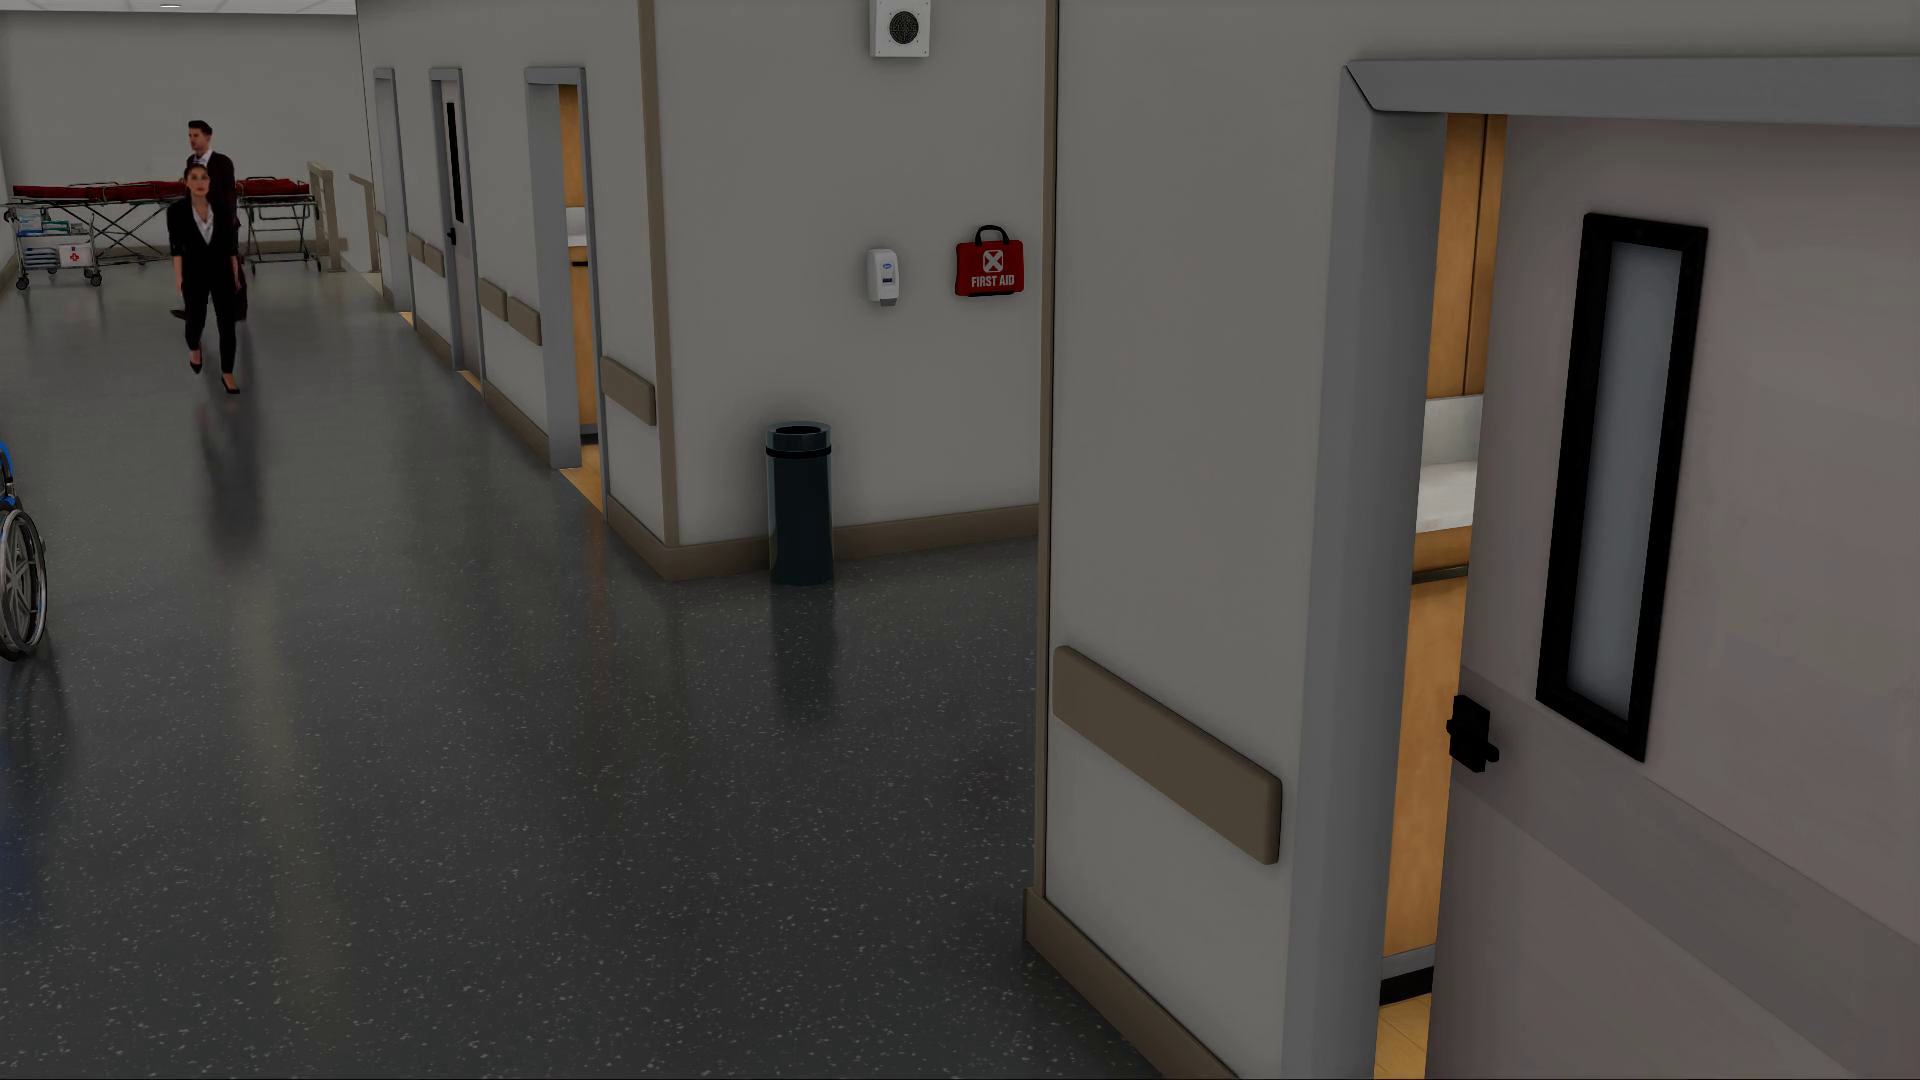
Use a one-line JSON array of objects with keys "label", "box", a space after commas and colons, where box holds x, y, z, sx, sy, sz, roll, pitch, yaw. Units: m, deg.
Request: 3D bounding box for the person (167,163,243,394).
[{"label": "person", "box": [-5.484, -1.892, 12.094, 0.714, 1.648, 0.891, -13, 20, -38]}]

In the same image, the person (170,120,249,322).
[{"label": "person", "box": [-6.834, -2.916, 15.377, 1.094, 1.836, 1.203, 4, 16, 12]}]
